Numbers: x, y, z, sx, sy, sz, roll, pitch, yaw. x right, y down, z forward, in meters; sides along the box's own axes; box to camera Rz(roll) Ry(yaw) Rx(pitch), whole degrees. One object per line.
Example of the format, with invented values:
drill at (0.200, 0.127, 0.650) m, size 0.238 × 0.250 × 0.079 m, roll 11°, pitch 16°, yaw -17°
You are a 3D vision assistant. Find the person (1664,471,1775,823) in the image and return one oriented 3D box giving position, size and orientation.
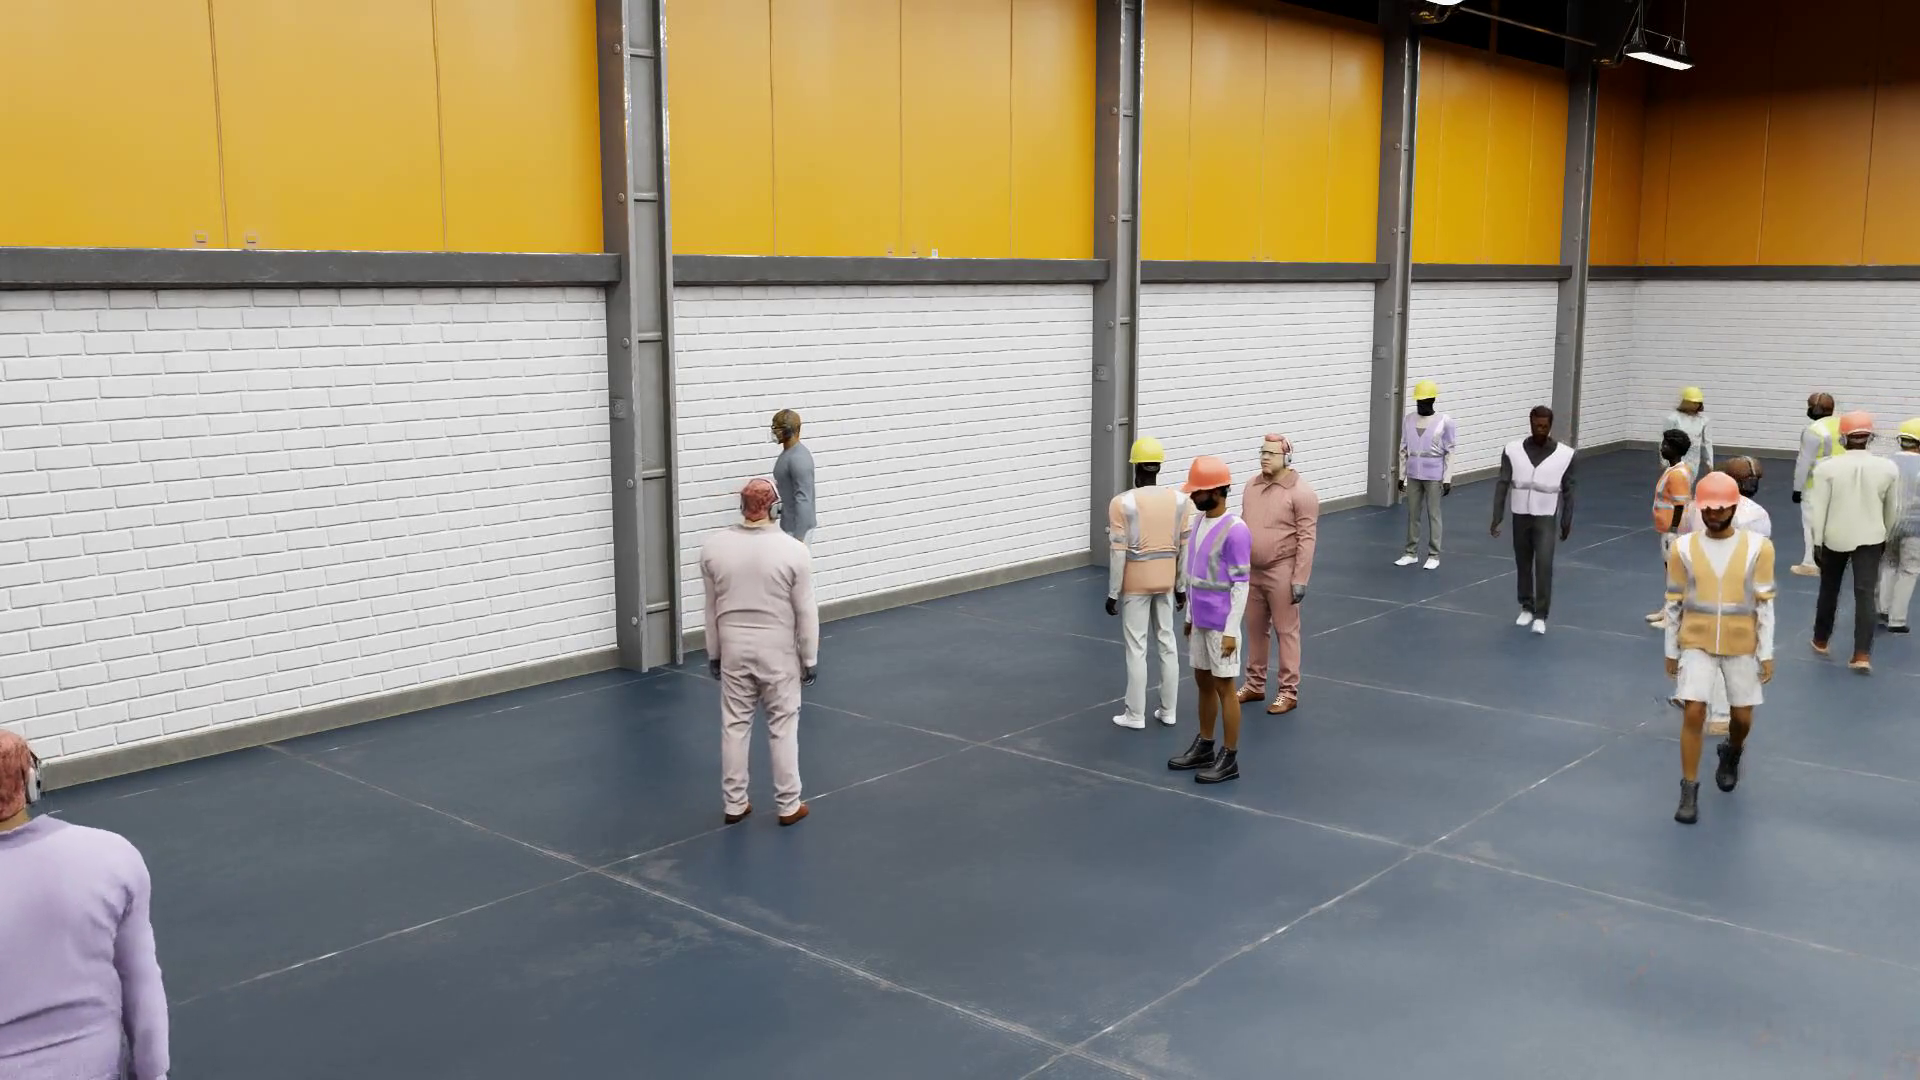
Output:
person at (4.186, 0.565, 9.186) m, size 0.583 × 1.918 × 0.748 m, roll 4°, pitch 10°, yaw 25°

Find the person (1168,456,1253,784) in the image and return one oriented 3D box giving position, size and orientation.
person at (1.471, 0.465, 9.787) m, size 0.374 × 1.929 × 0.542 m, roll -4°, pitch 10°, yaw -21°

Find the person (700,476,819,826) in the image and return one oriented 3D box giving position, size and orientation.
person at (-1.065, 0.607, 8.991) m, size 0.645 × 1.906 × 0.402 m, roll 2°, pitch 9°, yaw 13°

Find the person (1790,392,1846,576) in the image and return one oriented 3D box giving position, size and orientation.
person at (8.476, -0.546, 16.444) m, size 0.662 × 1.827 × 0.447 m, roll -6°, pitch 11°, yaw -31°

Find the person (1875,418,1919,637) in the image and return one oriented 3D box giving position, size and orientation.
person at (7.813, -0.101, 13.700) m, size 0.486 × 1.810 × 0.596 m, roll -6°, pitch 11°, yaw -33°

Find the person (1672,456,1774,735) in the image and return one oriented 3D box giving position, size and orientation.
person at (4.974, 0.362, 10.760) m, size 0.446 × 1.824 × 0.660 m, roll -3°, pitch 10°, yaw -18°

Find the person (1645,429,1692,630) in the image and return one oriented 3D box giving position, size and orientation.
person at (5.991, -0.090, 13.995) m, size 0.322 × 1.697 × 0.533 m, roll 3°, pitch 10°, yaw 20°

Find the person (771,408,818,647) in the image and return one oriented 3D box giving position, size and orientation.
person at (-1.309, -0.072, 13.137) m, size 0.362 × 1.936 × 0.631 m, roll -2°, pitch 9°, yaw -13°

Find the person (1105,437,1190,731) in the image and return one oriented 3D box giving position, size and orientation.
person at (1.218, 0.286, 10.917) m, size 0.594 × 1.924 × 0.382 m, roll -4°, pitch 10°, yaw -23°

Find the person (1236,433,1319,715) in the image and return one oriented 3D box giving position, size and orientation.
person at (2.118, 0.222, 11.369) m, size 0.408 × 1.913 × 0.641 m, roll -7°, pitch 11°, yaw -37°

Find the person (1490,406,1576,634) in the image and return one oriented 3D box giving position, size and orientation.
person at (4.771, -0.165, 13.902) m, size 0.614 × 1.883 × 0.898 m, roll 5°, pitch 10°, yaw 29°

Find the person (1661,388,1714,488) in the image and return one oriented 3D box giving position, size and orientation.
person at (8.283, -0.869, 18.852) m, size 0.513 × 1.694 × 0.879 m, roll 0°, pitch 9°, yaw -2°

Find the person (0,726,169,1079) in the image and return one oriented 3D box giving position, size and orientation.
person at (-2.437, 1.381, 4.269) m, size 0.654 × 1.858 × 0.965 m, roll -8°, pitch 12°, yaw -43°

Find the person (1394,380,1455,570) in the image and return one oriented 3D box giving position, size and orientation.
person at (4.707, -0.662, 16.877) m, size 0.384 × 1.922 × 0.594 m, roll -9°, pitch 13°, yaw -44°

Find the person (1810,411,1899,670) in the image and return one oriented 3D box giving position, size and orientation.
person at (6.830, -0.010, 12.729) m, size 0.603 × 1.949 × 1.032 m, roll 3°, pitch 10°, yaw 19°
